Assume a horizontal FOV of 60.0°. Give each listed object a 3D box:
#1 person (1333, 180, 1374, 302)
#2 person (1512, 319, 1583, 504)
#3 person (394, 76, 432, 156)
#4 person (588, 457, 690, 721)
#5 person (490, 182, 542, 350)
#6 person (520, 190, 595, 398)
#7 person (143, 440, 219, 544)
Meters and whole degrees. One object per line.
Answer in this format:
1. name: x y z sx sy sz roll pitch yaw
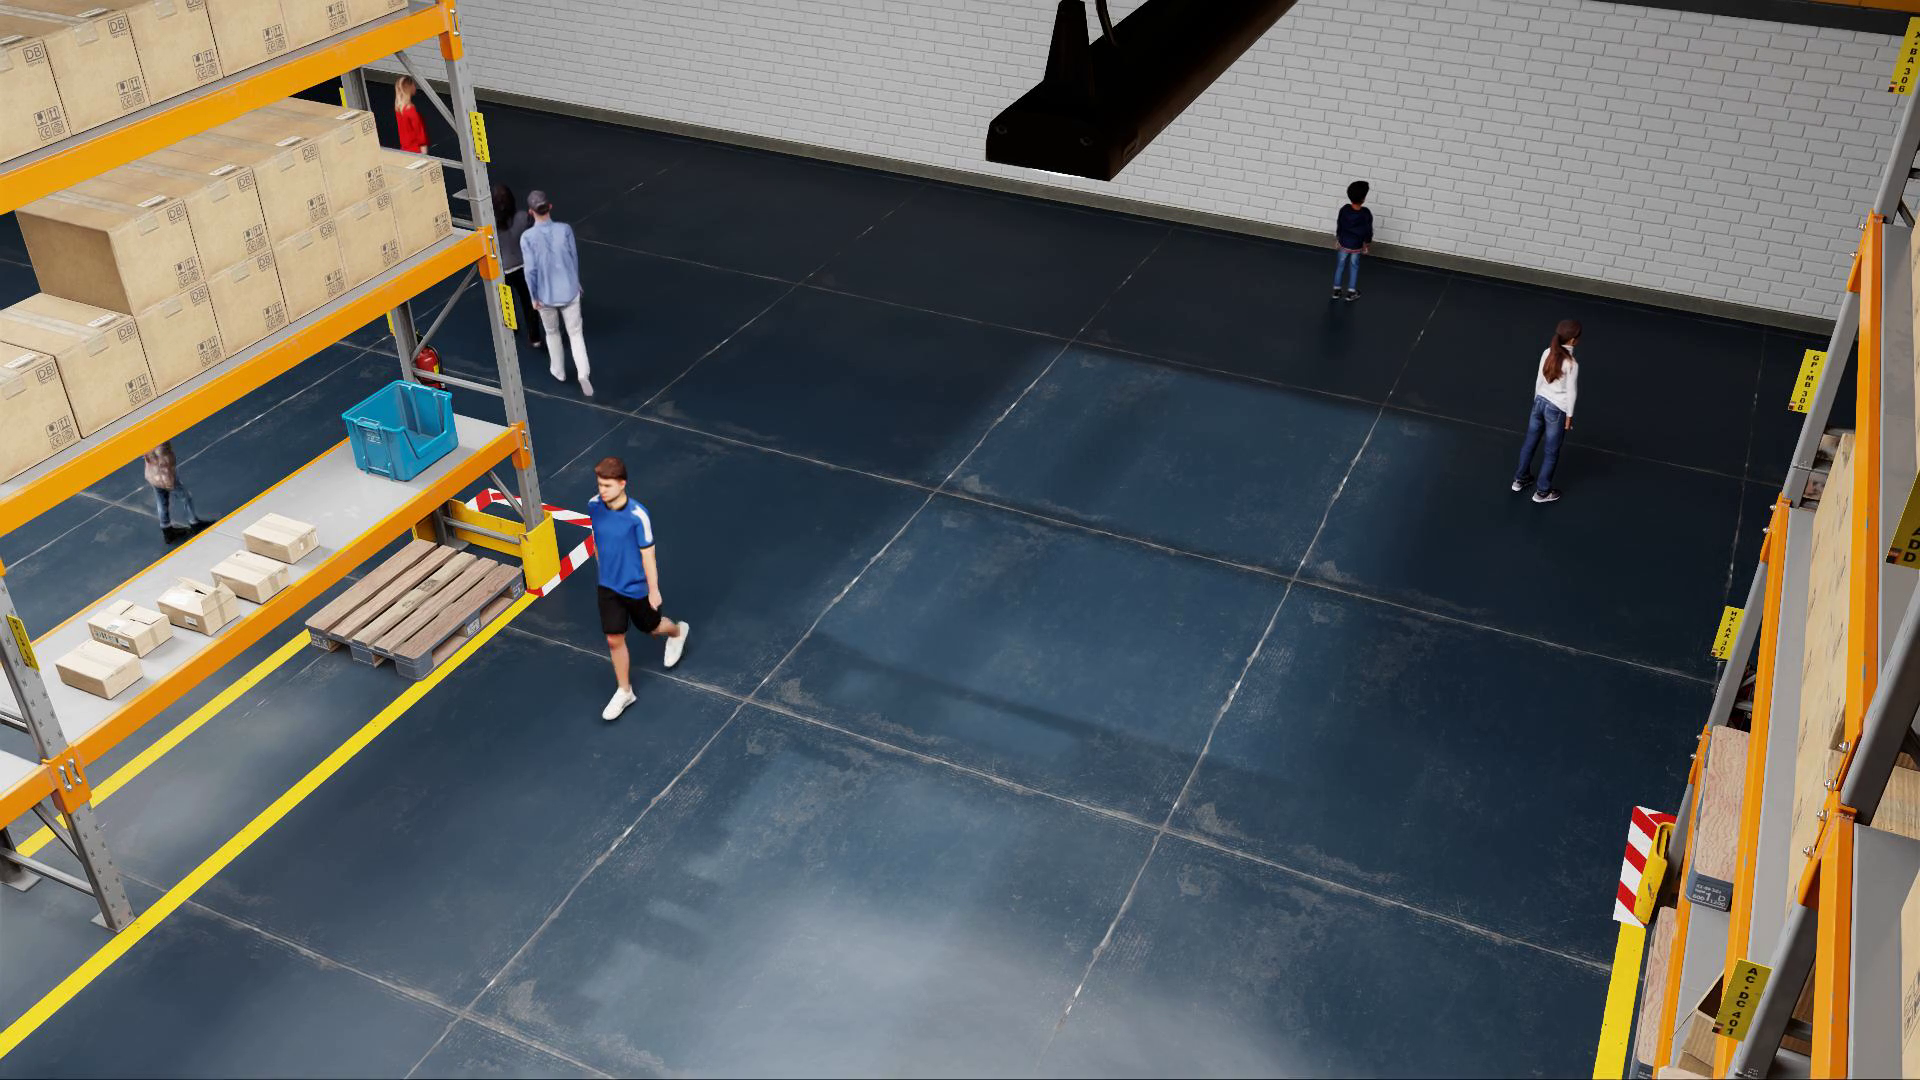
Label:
1. person: 3.855 -2.952 16.369 0.533 1.221 0.494 18 38 25
2. person: 4.684 -1.045 13.194 0.658 1.558 0.623 -19 38 -26
3. person: -5.771 -4.068 17.611 0.637 1.705 0.687 -29 43 -36
4. person: -2.138 0.240 11.009 0.696 1.837 1.176 13 36 18
5. person: -4.123 -2.503 15.389 1.094 1.557 1.095 -16 37 -23
6. person: -3.508 -2.141 14.567 1.072 1.864 1.119 -13 36 -19
7. person: -6.140 -0.488 12.695 0.558 1.183 0.667 24 40 31
